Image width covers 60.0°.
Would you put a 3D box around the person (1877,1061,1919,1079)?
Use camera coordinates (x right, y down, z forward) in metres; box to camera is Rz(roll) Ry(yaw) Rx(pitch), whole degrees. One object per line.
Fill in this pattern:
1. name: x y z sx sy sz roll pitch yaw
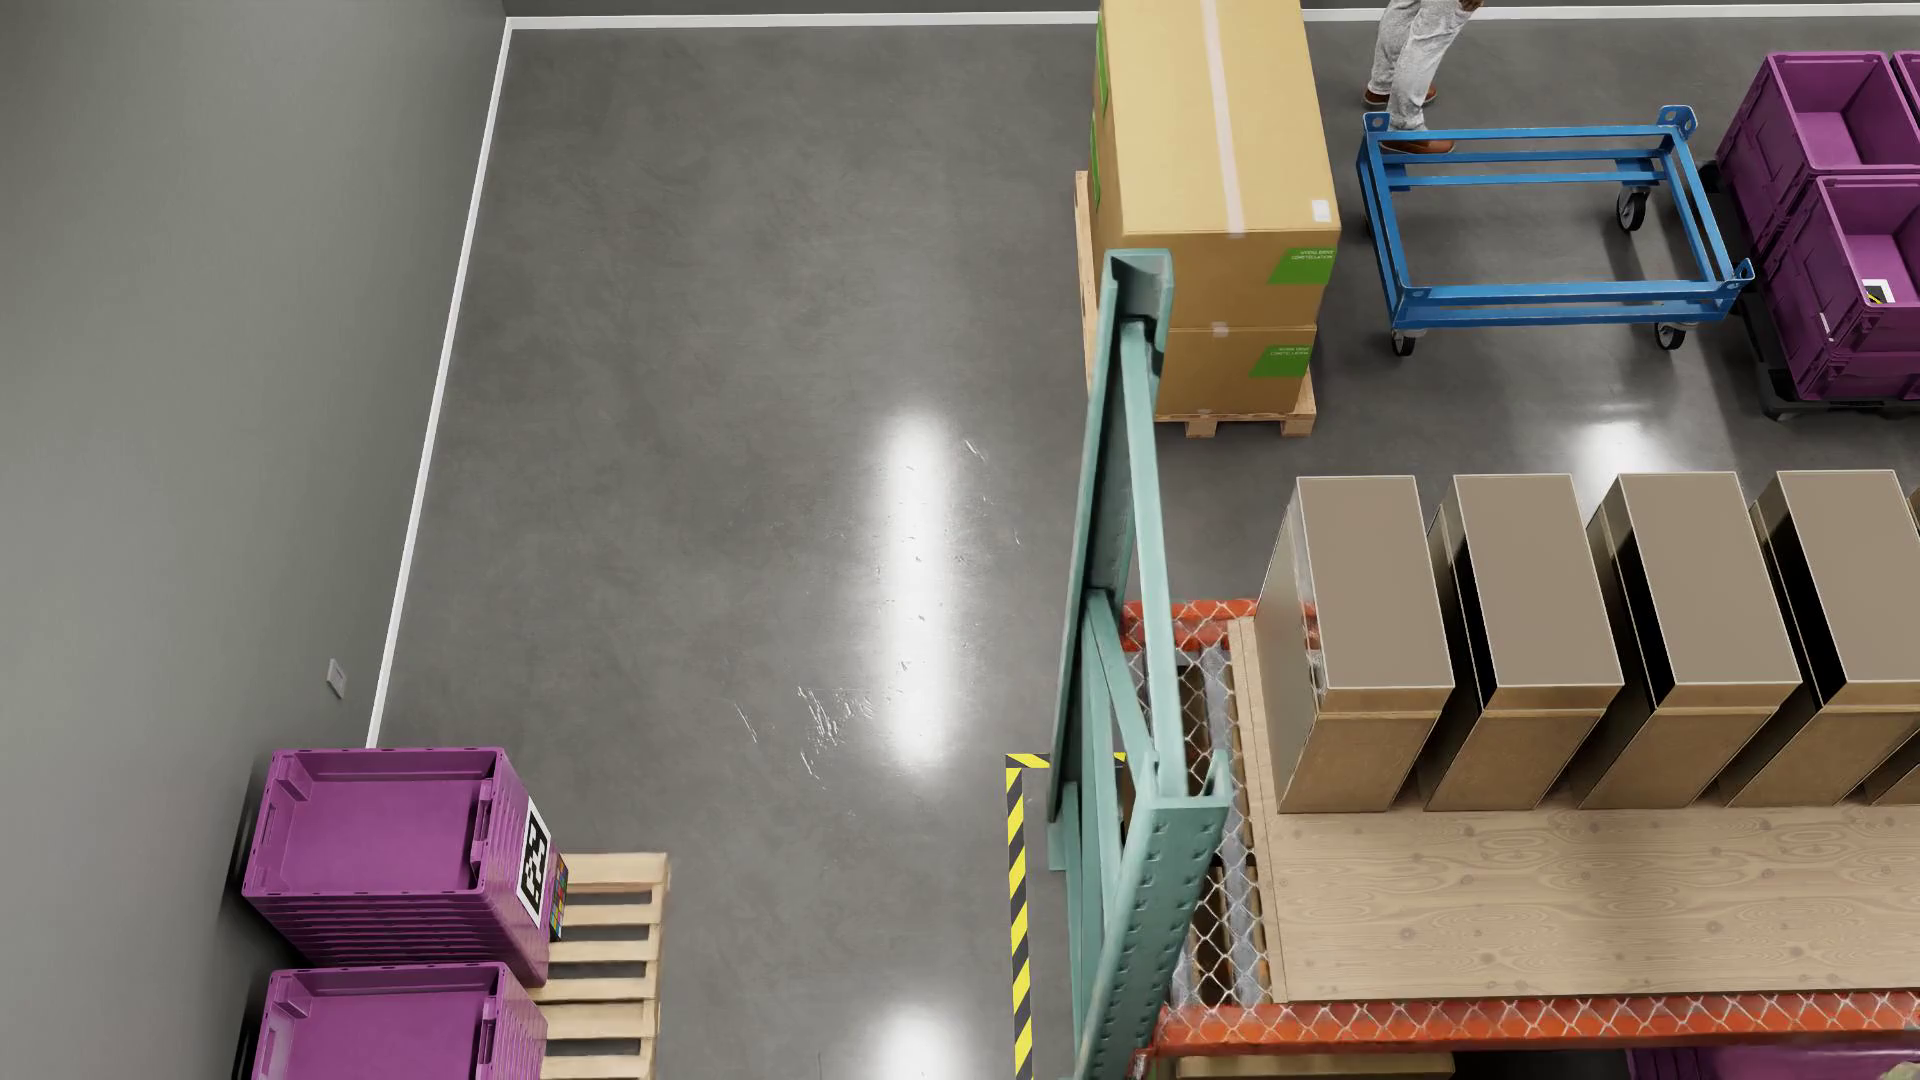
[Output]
1. person: 1.966 1.550 3.759 0.871 1.790 0.615 0 58 0

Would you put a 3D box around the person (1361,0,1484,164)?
1. person: 1.832 -2.244 6.079 0.359 1.938 0.632 -2 58 -1
